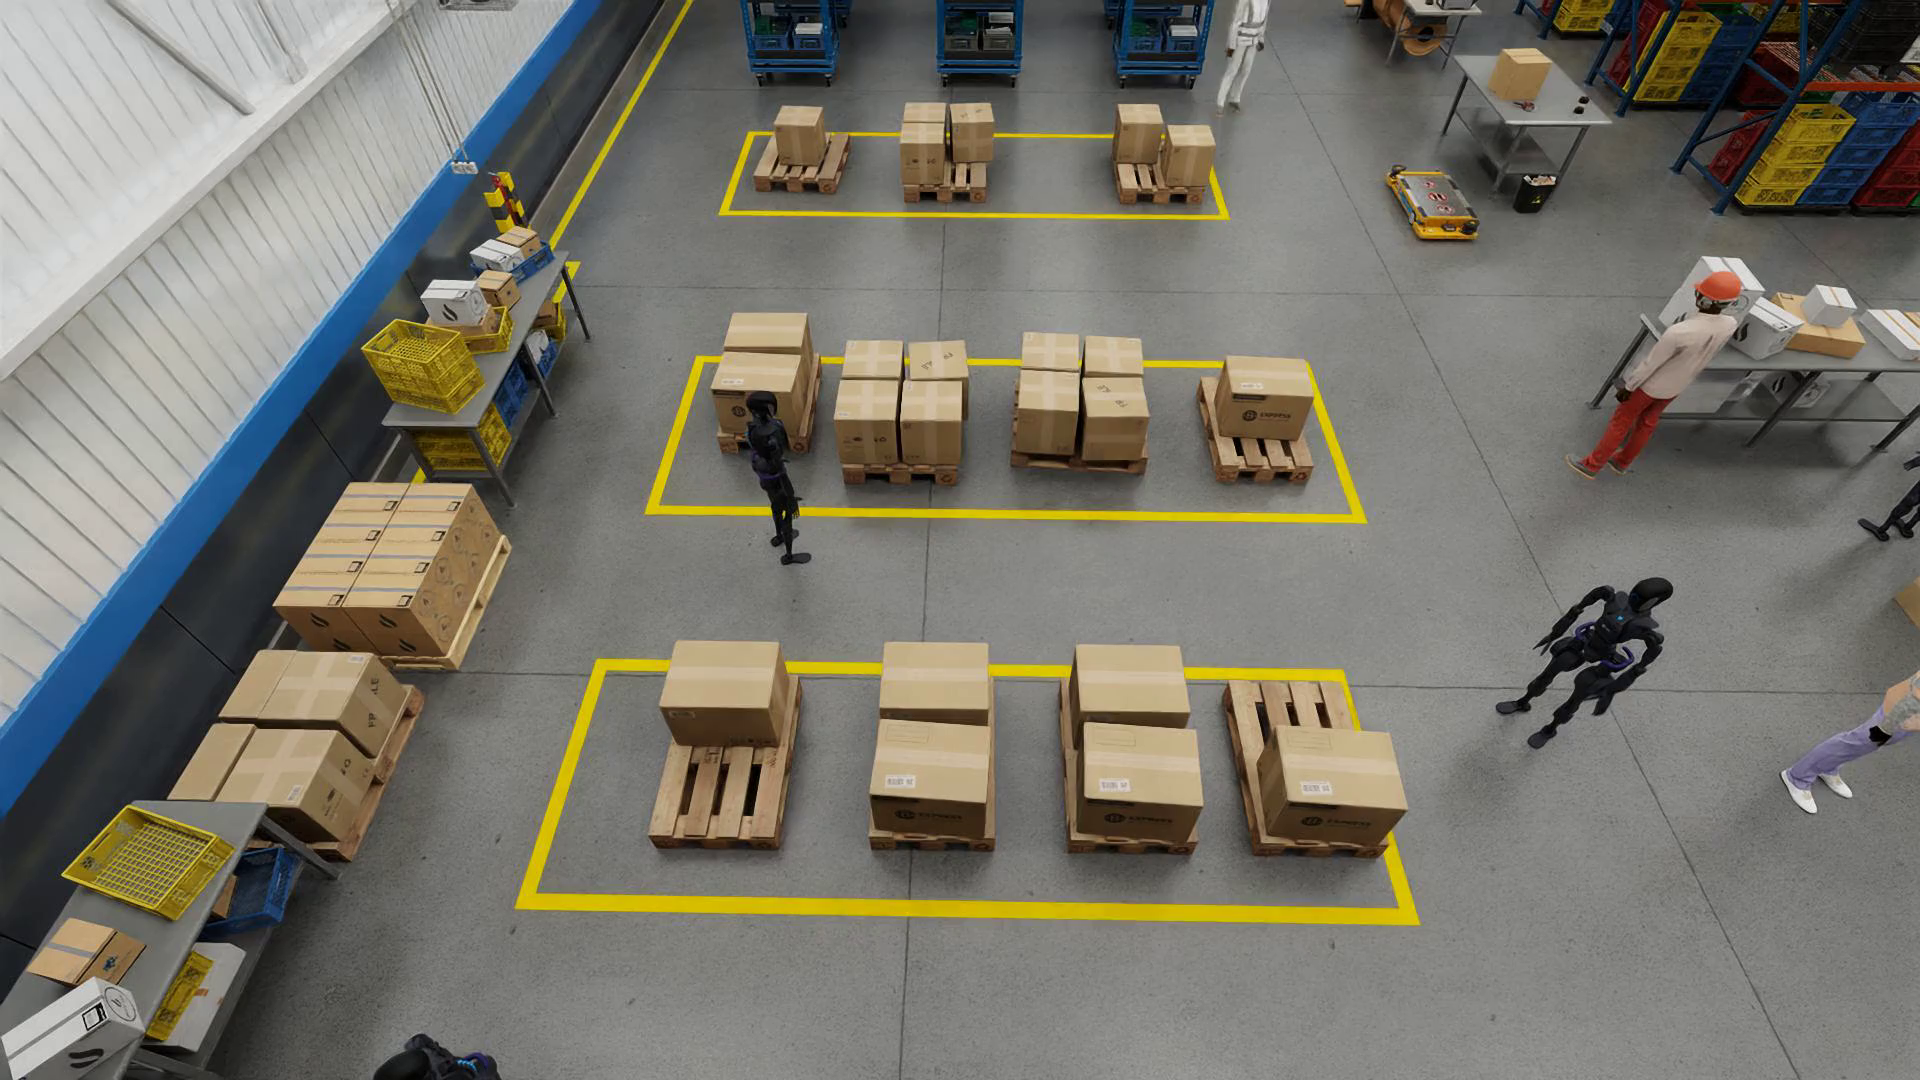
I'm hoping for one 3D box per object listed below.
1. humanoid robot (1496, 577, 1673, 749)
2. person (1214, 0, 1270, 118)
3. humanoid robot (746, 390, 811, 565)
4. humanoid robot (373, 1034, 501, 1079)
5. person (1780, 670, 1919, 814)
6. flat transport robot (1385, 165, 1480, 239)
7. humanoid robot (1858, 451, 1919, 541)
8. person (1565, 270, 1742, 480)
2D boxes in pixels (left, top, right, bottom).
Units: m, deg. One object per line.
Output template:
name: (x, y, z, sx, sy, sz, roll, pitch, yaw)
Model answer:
humanoid robot: (4.034, 0.785, 5.913, 0.327, 1.657, 0.585, -17, 51, -14)
person: (3.799, -6.651, 12.240, 0.663, 1.868, 0.352, -30, 55, -23)
humanoid robot: (-1.398, -0.484, 7.011, 0.312, 1.657, 0.608, -20, 52, -16)
humanoid robot: (-2.258, 2.662, 4.289, 0.310, 1.656, 0.616, -34, 57, -26)
person: (5.813, 1.044, 5.532, 0.585, 1.928, 0.366, -14, 51, -12)
flat transport robot: (5.692, -4.094, 11.059, 0.652, 0.197, 1.431, 1, 49, 1)
humanoid robot: (7.836, -0.653, 7.158, 0.589, 1.657, 0.327, -5, 49, -4)
person: (5.733, -1.308, 7.531, 0.615, 1.985, 0.401, -10, 50, -9)
